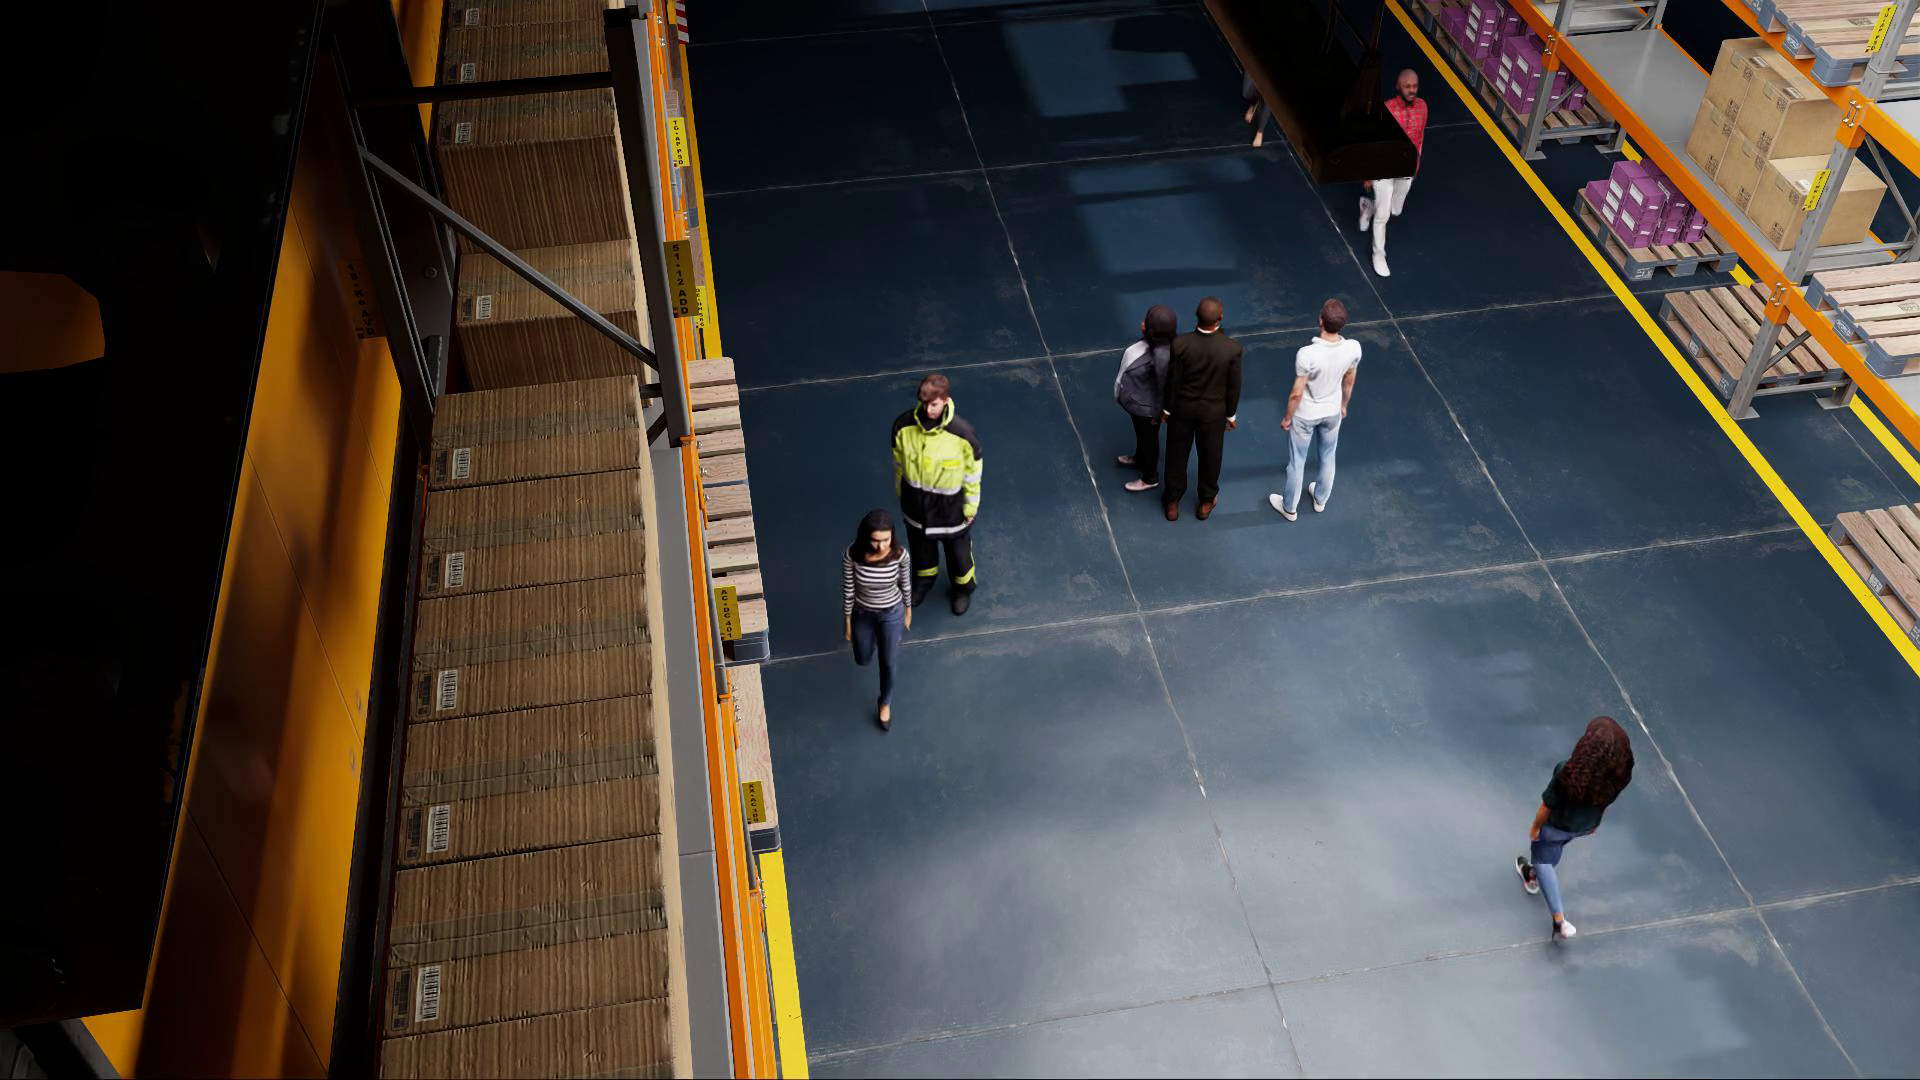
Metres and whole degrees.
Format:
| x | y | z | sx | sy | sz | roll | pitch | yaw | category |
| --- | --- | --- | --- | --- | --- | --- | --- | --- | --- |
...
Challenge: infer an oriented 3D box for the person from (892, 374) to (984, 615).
| x | y | z | sx | sy | sz | roll | pitch | yaw | category |
| --- | --- | --- | --- | --- | --- | --- | --- | --- | --- |
| -0.144 | -0.326 | 11.124 | 0.867 | 1.979 | 0.822 | 9 | 44 | 10 | person |

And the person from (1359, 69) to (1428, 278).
| x | y | z | sx | sy | sz | roll | pitch | yaw | category |
| --- | --- | --- | --- | --- | --- | --- | --- | --- | --- |
| 3.679 | -3.229 | 14.297 | 0.711 | 1.805 | 1.047 | -10 | 44 | -10 | person |

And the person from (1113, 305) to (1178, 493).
| x | y | z | sx | sy | sz | roll | pitch | yaw | category |
| --- | --- | --- | --- | --- | --- | --- | --- | --- | --- |
| 1.382 | -1.050 | 12.161 | 0.759 | 1.597 | 0.628 | -2 | 44 | -2 | person |

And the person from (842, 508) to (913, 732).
| x | y | z | sx | sy | sz | roll | pitch | yaw | category |
| --- | --- | --- | --- | --- | --- | --- | --- | --- | --- |
| -0.529 | 0.432 | 10.475 | 0.639 | 1.777 | 0.885 | -4 | 44 | -4 | person |

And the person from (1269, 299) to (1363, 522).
| x | y | z | sx | sy | sz | roll | pitch | yaw | category |
| --- | --- | --- | --- | --- | --- | --- | --- | --- | --- |
| 2.541 | -0.911 | 11.830 | 0.670 | 1.851 | 0.577 | -12 | 45 | -12 | person |

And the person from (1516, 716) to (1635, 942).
| x | y | z | sx | sy | sz | roll | pitch | yaw | category |
| --- | --- | --- | --- | --- | --- | --- | --- | --- | --- |
| 3.446 | 1.632 | 9.345 | 0.565 | 1.597 | 0.910 | -6 | 44 | -7 | person |

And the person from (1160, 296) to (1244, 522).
| x | y | z | sx | sy | sz | roll | pitch | yaw | category |
| --- | --- | --- | --- | --- | --- | --- | --- | --- | --- |
| 1.696 | -0.924 | 11.806 | 0.771 | 1.904 | 0.729 | 5 | 44 | 6 | person |
